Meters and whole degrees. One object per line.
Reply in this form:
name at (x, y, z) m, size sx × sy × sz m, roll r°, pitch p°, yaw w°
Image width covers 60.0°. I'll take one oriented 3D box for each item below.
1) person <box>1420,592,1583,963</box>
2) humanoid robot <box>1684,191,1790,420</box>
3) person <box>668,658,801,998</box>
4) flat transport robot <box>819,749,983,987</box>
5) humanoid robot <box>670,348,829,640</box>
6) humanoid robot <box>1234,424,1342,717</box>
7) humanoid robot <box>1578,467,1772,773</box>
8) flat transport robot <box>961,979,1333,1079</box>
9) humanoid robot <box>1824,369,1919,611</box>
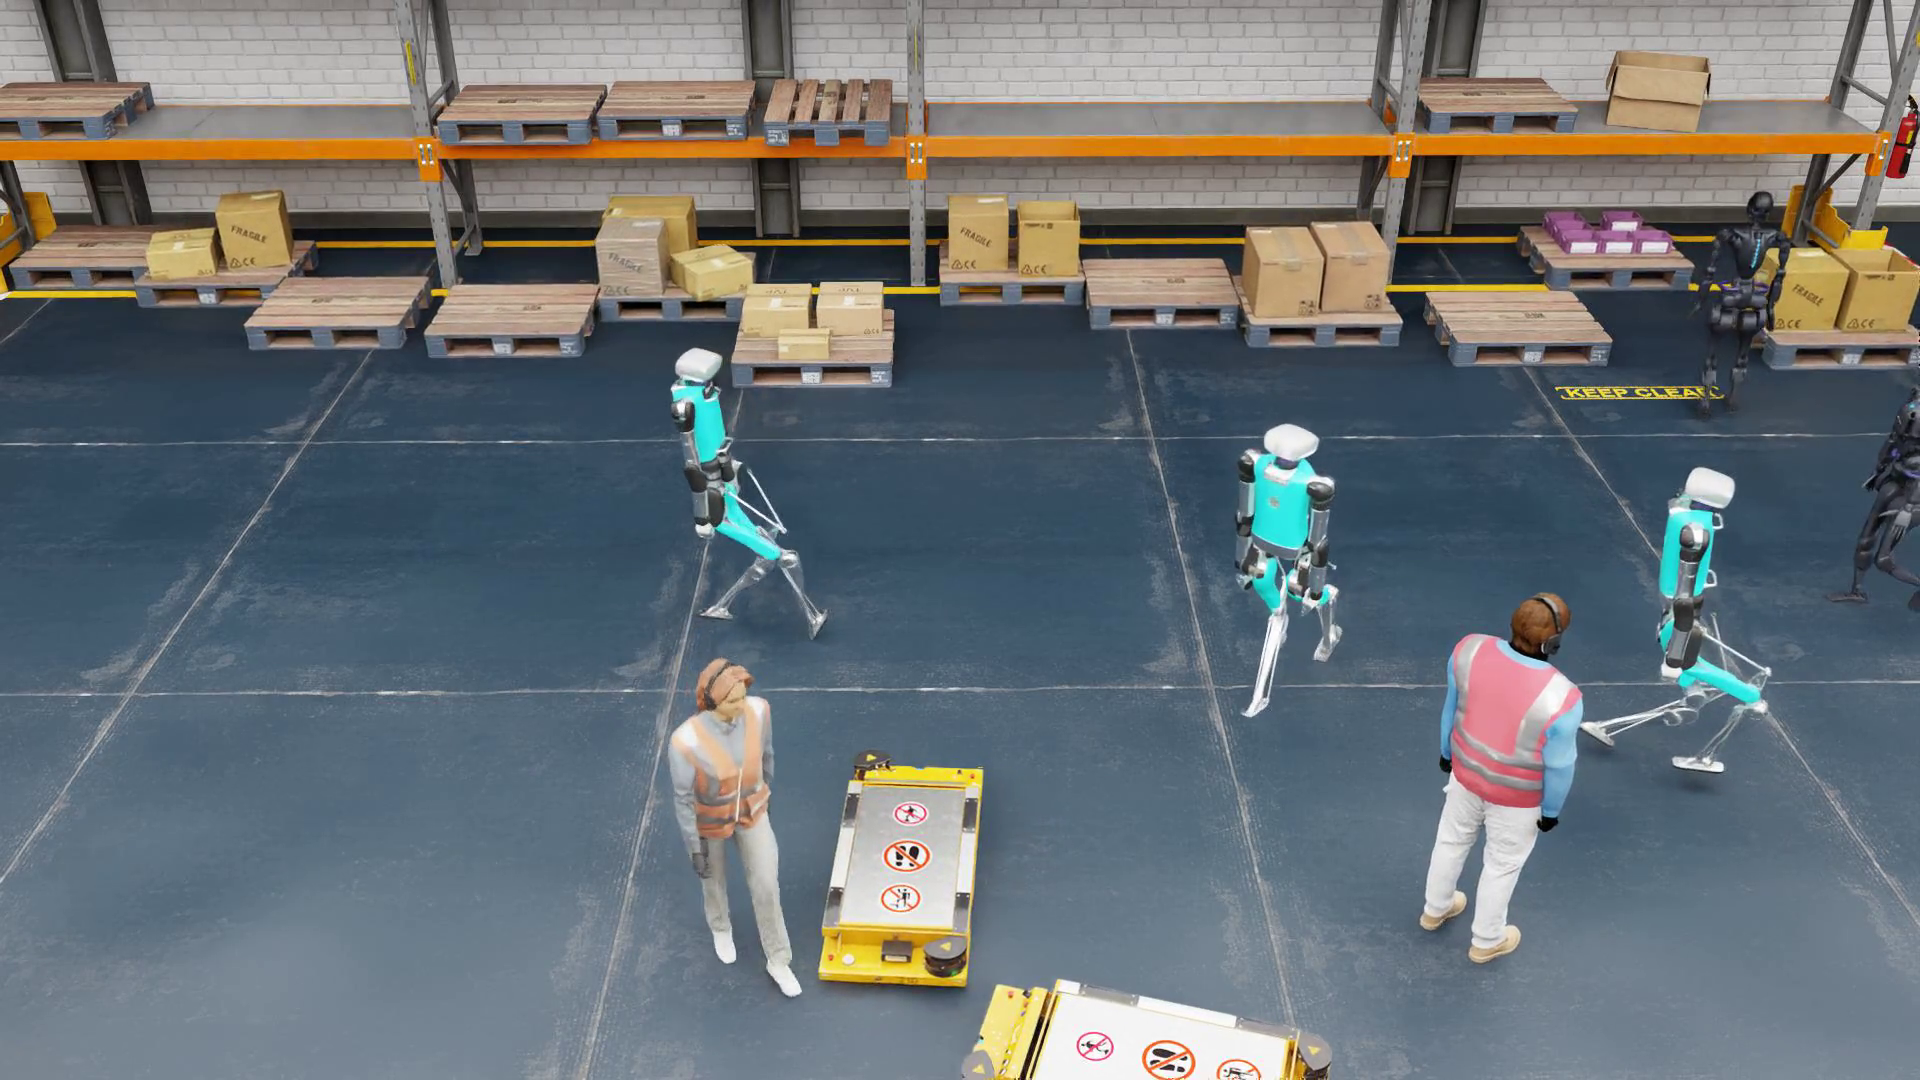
person at (2.351, 1.022, 7.198) m, size 0.432 × 1.836 × 0.628 m, roll -22°, pitch 38°, yaw -32°
humanoid robot at (5.510, -1.648, 11.804) m, size 0.600 × 1.657 × 0.408 m, roll 3°, pitch 31°, yaw 5°
person at (-0.938, 1.242, 7.032) m, size 0.520 × 1.615 × 0.681 m, roll -17°, pitch 35°, yaw -26°
flat transport robot at (-0.252, 1.523, 7.875) m, size 0.659 × 0.231 × 1.431 m, roll 2°, pitch 31°, yaw 3°
humanoid robot at (-1.093, -0.221, 9.359) m, size 0.959 × 1.760 × 0.543 m, roll 5°, pitch 31°, yaw 9°
humanoid robot at (1.859, 0.067, 8.895) m, size 0.545 × 1.758 × 0.988 m, roll 23°, pitch 38°, yaw 33°
humanoid robot at (3.661, 0.467, 8.194) m, size 0.982 × 1.739 × 0.545 m, roll 9°, pitch 32°, yaw 15°
flat transport robot at (0.760, 2.185, 6.774) m, size 1.431 × 0.231 × 0.659 m, roll 8°, pitch 32°, yaw 14°
humanoid robot at (5.503, -0.312, 9.570) m, size 0.574 × 1.632 × 0.588 m, roll 3°, pitch 31°, yaw 5°
